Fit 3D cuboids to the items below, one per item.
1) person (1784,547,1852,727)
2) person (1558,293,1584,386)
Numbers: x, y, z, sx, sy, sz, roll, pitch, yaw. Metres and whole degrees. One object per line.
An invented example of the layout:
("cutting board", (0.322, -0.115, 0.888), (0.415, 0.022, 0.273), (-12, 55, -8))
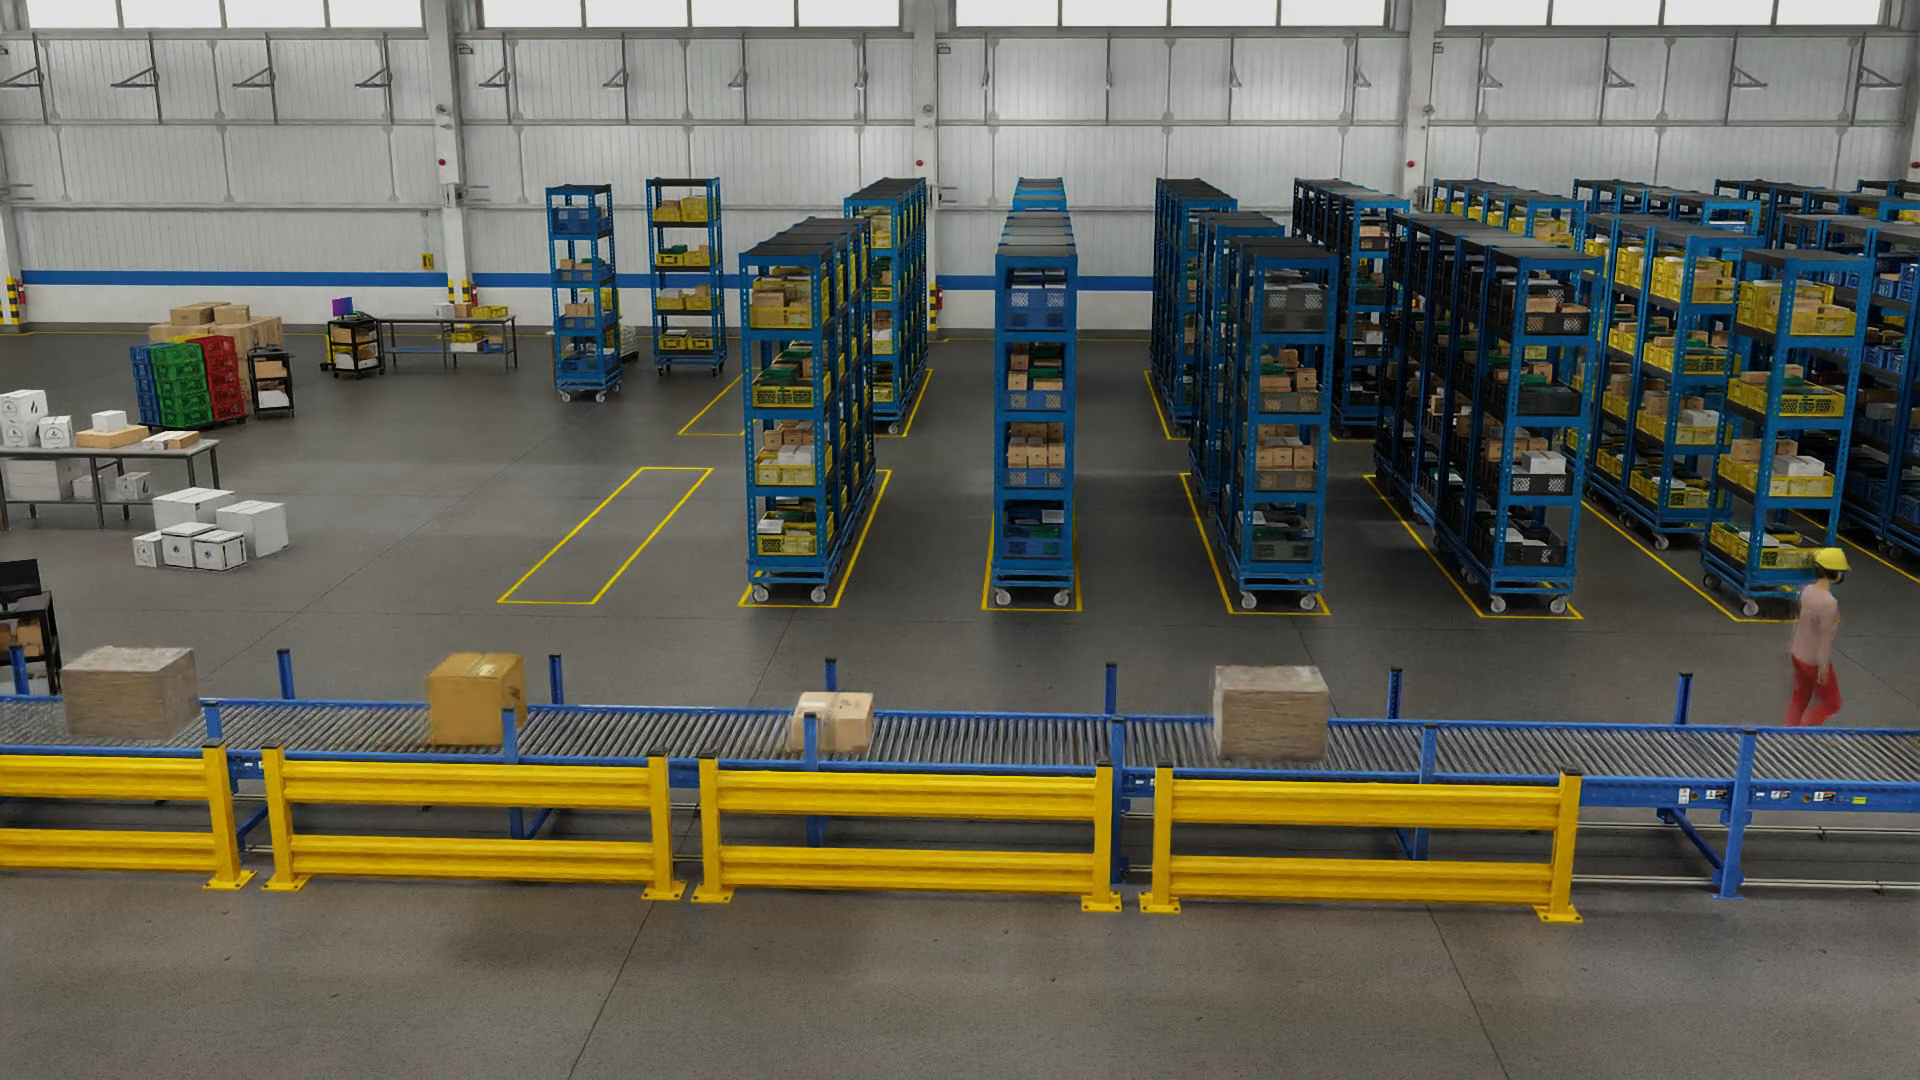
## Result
("person", (6.607, 0.910, 12.828), (0.384, 1.748, 0.558), (1, 15, 5))
("person", (9.967, -3.076, 27.217), (0.432, 1.974, 0.634), (-3, 15, -9))
